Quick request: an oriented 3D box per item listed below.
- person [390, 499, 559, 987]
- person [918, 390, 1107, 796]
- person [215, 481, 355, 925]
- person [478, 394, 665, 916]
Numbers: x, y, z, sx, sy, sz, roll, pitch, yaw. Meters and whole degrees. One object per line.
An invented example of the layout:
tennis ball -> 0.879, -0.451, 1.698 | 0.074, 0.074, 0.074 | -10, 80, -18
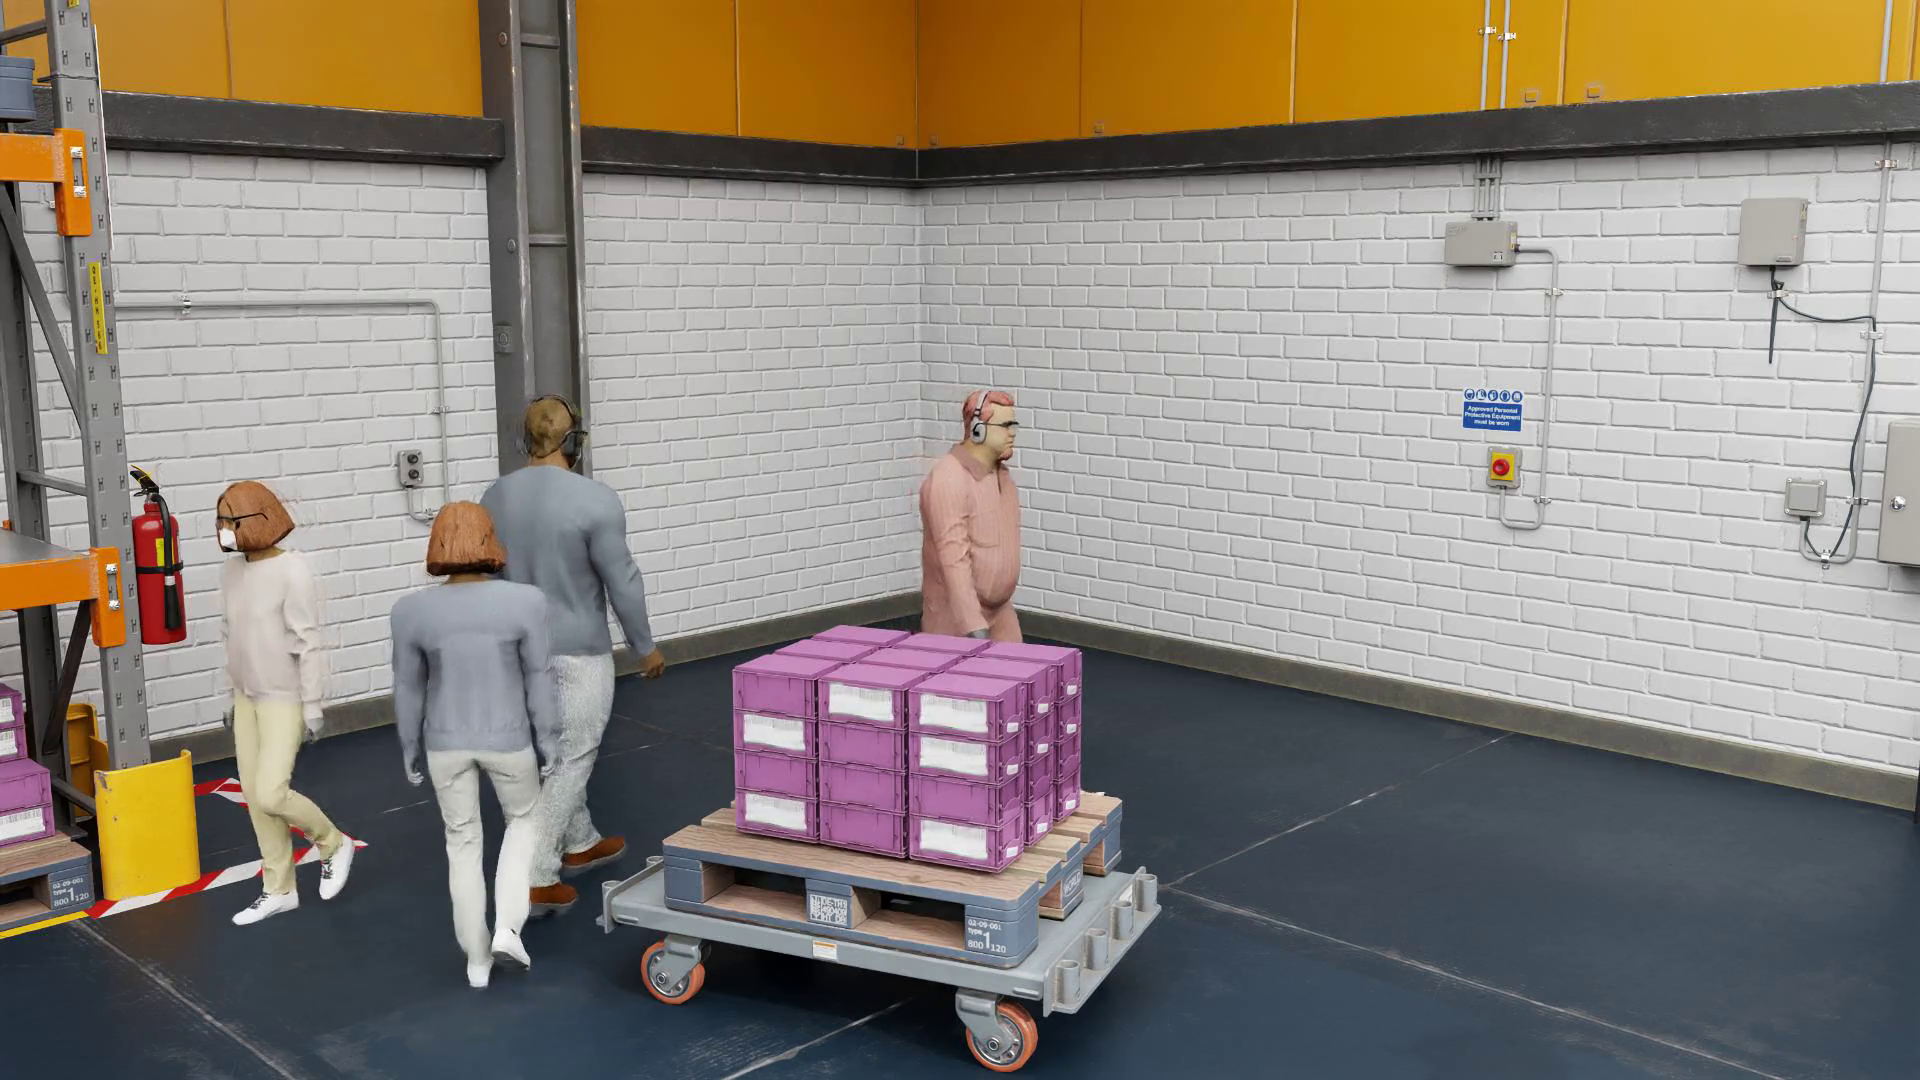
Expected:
person -> -1.585, 0.670, 5.471 | 0.517, 1.618, 0.343 | -2, 9, -10
person -> 0.105, 0.303, 7.016 | 0.971, 1.854, 0.656 | 6, 11, 32
person -> -2.486, 0.588, 6.002 | 0.521, 1.614, 0.389 | 6, 11, 32
person -> -1.483, 0.409, 6.207 | 0.642, 1.908, 0.791 | 5, 11, 29
